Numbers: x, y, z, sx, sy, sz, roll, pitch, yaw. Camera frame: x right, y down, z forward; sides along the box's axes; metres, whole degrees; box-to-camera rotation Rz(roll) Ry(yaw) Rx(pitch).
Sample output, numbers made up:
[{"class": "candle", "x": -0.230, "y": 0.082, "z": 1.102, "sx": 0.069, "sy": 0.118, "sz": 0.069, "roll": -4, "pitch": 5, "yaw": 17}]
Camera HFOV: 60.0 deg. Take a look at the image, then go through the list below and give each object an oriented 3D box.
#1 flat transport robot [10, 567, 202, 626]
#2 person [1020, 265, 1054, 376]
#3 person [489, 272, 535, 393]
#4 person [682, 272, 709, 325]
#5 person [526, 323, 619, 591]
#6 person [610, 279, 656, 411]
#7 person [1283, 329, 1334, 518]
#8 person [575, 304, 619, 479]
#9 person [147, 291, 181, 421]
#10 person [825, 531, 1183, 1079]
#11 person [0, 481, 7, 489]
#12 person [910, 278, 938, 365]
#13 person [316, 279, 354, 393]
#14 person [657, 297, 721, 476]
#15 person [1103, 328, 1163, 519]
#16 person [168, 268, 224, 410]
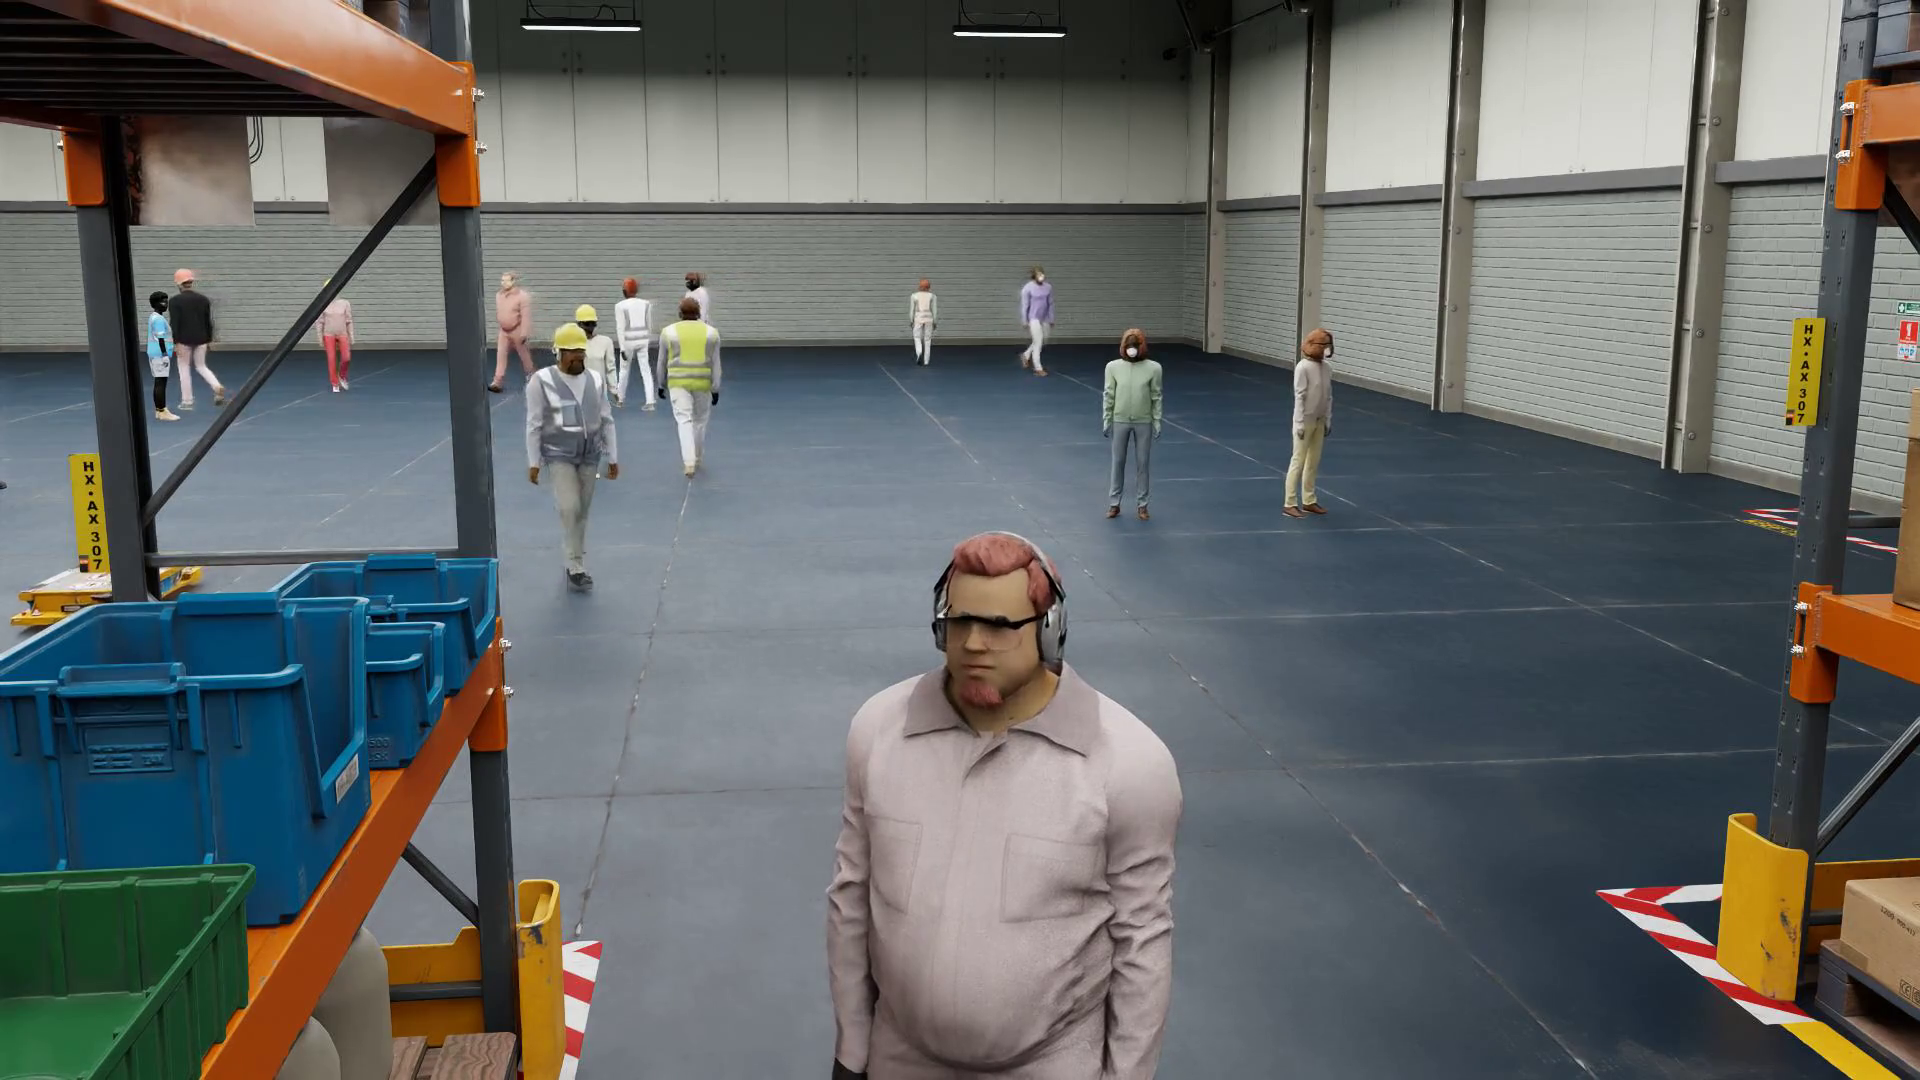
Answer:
[{"class": "flat transport robot", "x": -5.524, "y": 0.310, "z": 10.828, "sx": 0.652, "sy": 0.197, "sz": 1.431, "roll": -1, "pitch": 10, "yaw": -6}, {"class": "person", "x": 1.295, "y": -3.830, "z": 29.004, "sx": 0.641, "sy": 1.920, "sz": 0.716, "roll": -9, "pitch": 13, "yaw": -39}, {"class": "person", "x": -6.967, "y": -3.217, "z": 25.826, "sx": 0.667, "sy": 1.847, "sz": 1.005, "roll": 4, "pitch": 11, "yaw": 21}, {"class": "person", "x": -4.361, "y": -3.489, "z": 27.376, "sx": 0.447, "sy": 1.827, "sz": 0.662, "roll": -6, "pitch": 12, "yaw": -30}, {"class": "person", "x": -2.578, "y": -0.559, "z": 11.351, "sx": 0.621, "sy": 1.810, "sz": 0.700, "roll": -9, "pitch": 14, "yaw": -42}, {"class": "person", "x": -4.539, "y": -2.707, "z": 23.112, "sx": 0.582, "sy": 1.831, "sz": 1.010, "roll": -8, "pitch": 13, "yaw": -36}, {"class": "person", "x": 3.030, "y": -1.001, "z": 14.320, "sx": 0.500, "sy": 1.625, "sz": 0.303, "roll": -9, "pitch": 14, "yaw": -41}, {"class": "person", "x": -3.760, "y": -1.516, "z": 16.813, "sx": 0.524, "sy": 1.741, "sz": 0.725, "roll": -6, "pitch": 12, "yaw": -32}, {"class": "person", "x": -10.470, "y": -2.405, "z": 21.803, "sx": 0.321, "sy": 1.694, "sz": 0.529, "roll": -6, "pitch": 12, "yaw": -32}, {"class": "person", "x": 0.050, "y": 0.925, "z": 2.967, "sx": 0.643, "sy": 1.910, "sz": 0.411, "roll": 4, "pitch": 11, "yaw": 19}, {"class": "person", "x": -9.393, "y": -1.410, "z": 15.708, "sx": 0.542, "sy": 1.930, "sz": 0.375, "roll": -1, "pitch": 10, "yaw": -8}, {"class": "person", "x": -0.672, "y": -4.076, "z": 31.145, "sx": 0.534, "sy": 1.626, "sz": 0.385, "roll": -1, "pitch": 10, "yaw": -3}, {"class": "person", "x": -9.665, "y": -3.155, "z": 25.737, "sx": 0.552, "sy": 1.752, "sz": 0.386, "roll": -6, "pitch": 12, "yaw": -29}, {"class": "person", "x": -2.758, "y": -1.570, "z": 16.967, "sx": 0.622, "sy": 1.799, "sz": 0.960, "roll": -4, "pitch": 11, "yaw": -20}, {"class": "person", "x": 1.472, "y": -0.990, "z": 14.220, "sx": 0.507, "sy": 1.631, "sz": 0.270, "roll": 2, "pitch": 10, "yaw": 9}, {"class": "person", "x": -10.624, "y": -2.775, "z": 23.092, "sx": 0.693, "sy": 1.976, "sz": 0.625, "roll": 6, "pitch": 12, "yaw": 31}]
